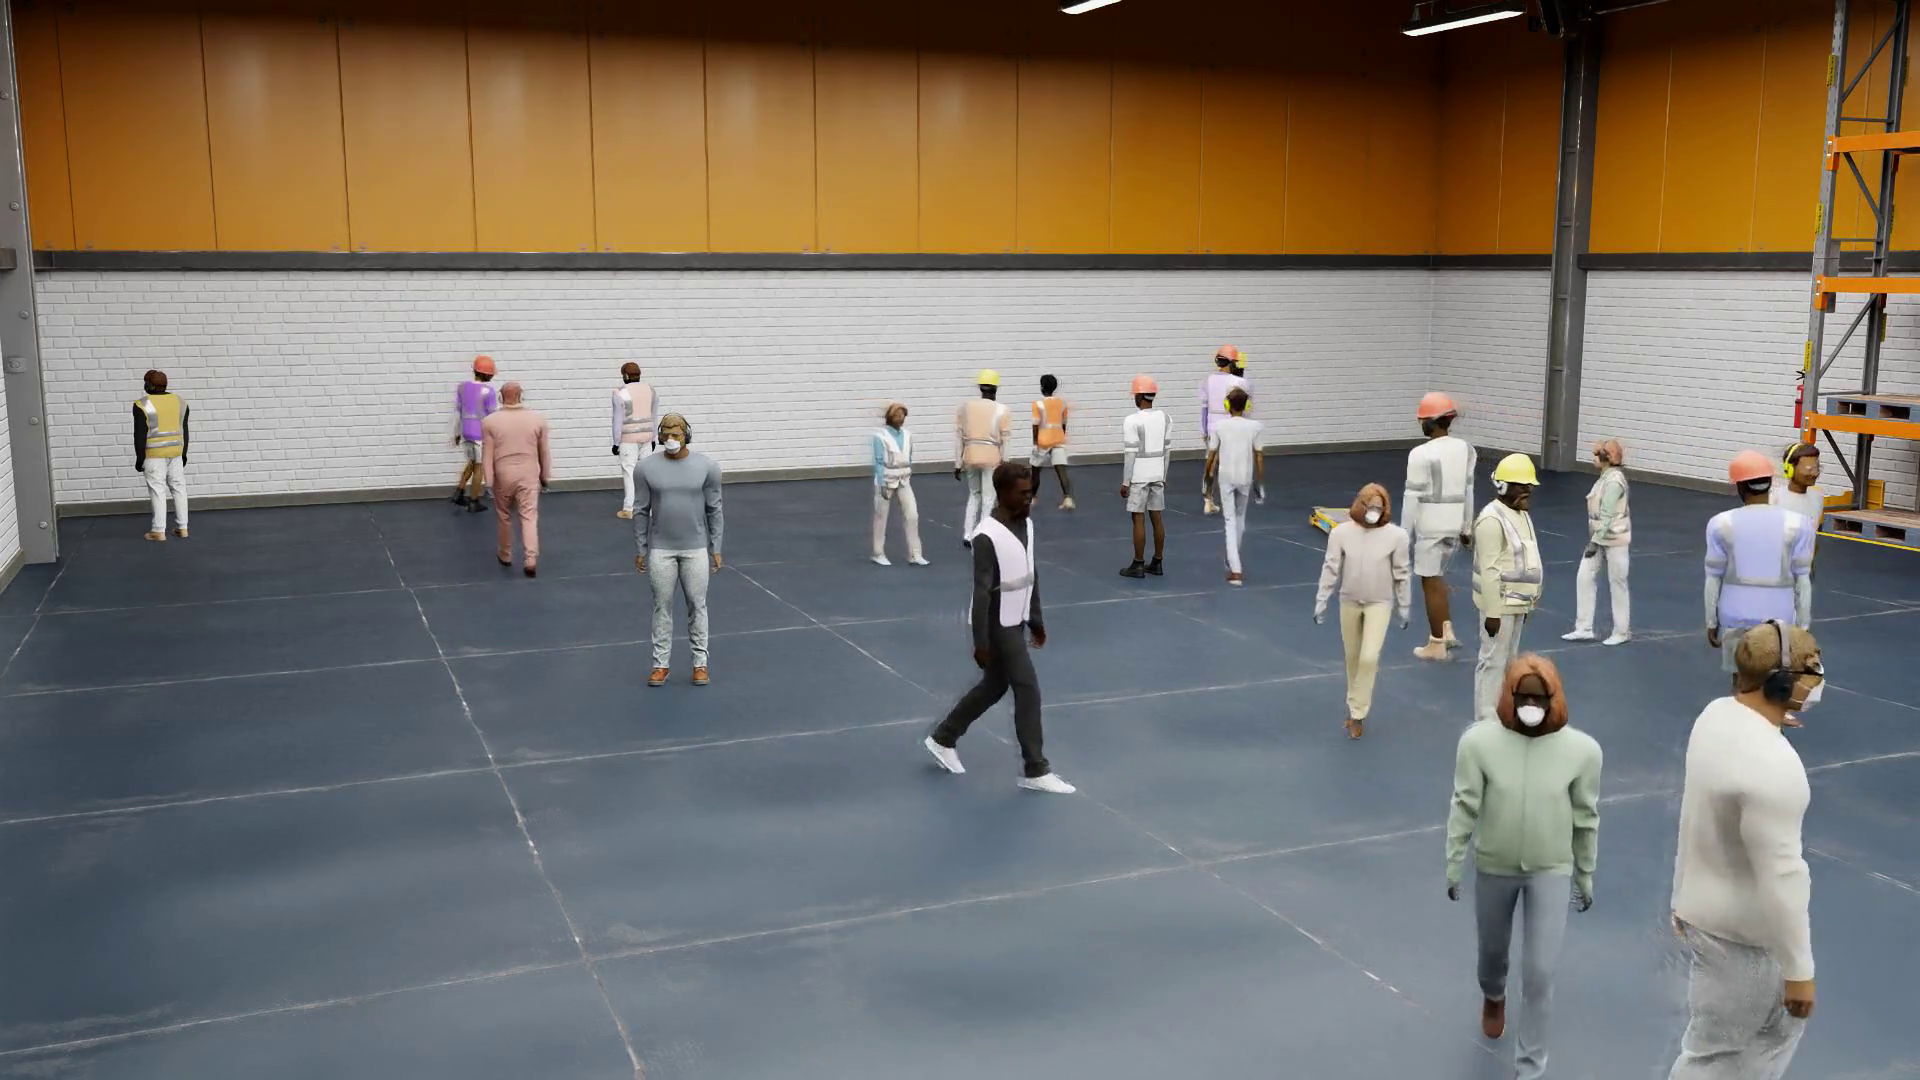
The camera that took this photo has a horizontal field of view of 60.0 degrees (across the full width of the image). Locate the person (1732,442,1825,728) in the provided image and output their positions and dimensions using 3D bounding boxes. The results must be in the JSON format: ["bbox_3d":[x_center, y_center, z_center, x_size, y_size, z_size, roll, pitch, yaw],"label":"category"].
[{"bbox_3d":[5.330,0.260,10.866,0.523,1.853,0.639,-3,10,-19],"label":"person"}]

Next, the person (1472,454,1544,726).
[{"bbox_3d":[3.344,0.381,10.166,0.403,1.828,0.602,6,11,33],"label":"person"}]

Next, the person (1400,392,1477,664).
[{"bbox_3d":[3.533,-0.091,12.428,0.631,2.025,0.497,-6,11,-31],"label":"person"}]

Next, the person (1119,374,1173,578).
[{"bbox_3d":[1.750,-0.604,15.806,0.545,1.941,0.351,-6,11,-34],"label":"person"}]

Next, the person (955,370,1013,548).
[{"bbox_3d":[0.253,-0.805,17.190,0.602,1.893,0.540,3,10,19],"label":"person"}]

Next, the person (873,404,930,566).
[{"bbox_3d":[-0.605,-0.518,16.285,0.529,1.613,0.739,-8,12,-40],"label":"person"}]

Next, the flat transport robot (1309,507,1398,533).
[{"bbox_3d":[4.316,-0.178,18.273,0.652,0.197,1.431,0,9,0],"label":"flat transport robot"}]

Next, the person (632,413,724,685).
[{"bbox_3d":[-1.987,0.068,11.738,0.638,1.938,0.357,-1,9,-4],"label":"person"}]

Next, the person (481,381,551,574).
[{"bbox_3d":[-4.291,-0.606,16.098,0.665,1.858,1.011,-4,10,-24],"label":"person"}]

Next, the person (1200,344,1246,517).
[{"bbox_3d":[3.142,-1.295,19.713,0.609,2.034,0.396,9,13,43],"label":"person"}]

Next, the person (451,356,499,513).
[{"bbox_3d":[-5.781,-1.258,19.945,0.650,1.888,0.389,5,11,28],"label":"person"}]

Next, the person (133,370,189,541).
[{"bbox_3d":[-8.649,-0.918,18.002,0.429,1.847,0.627,5,11,30],"label":"person"}]

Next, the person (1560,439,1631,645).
[{"bbox_3d":[4.998,0.026,12.984,0.585,1.612,0.492,-1,9,-4],"label":"person"}]

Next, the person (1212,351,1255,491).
[{"bbox_3d":[3.400,-1.445,21.046,0.616,1.897,0.786,-2,10,-14],"label":"person"}]

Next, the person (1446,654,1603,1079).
[{"bbox_3d":[2.036,1.177,6.040,0.511,1.605,0.792,3,10,18],"label":"person"}]

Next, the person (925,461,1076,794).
[{"bbox_3d":[0.213,0.472,9.488,0.940,1.885,0.605,4,10,23],"label":"person"}]

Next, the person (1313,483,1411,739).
[{"bbox_3d":[2.516,0.443,10.455,0.560,1.603,0.654,5,11,28],"label":"person"}]

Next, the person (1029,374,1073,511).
[{"bbox_3d":[1.099,-1.184,20.198,0.546,1.651,0.883,-5,11,-28],"label":"person"}]

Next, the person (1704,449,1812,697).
[{"bbox_3d":[4.556,0.446,9.521,0.589,1.918,0.530,4,10,25],"label":"person"}]

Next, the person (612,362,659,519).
[{"bbox_3d":[-3.835,-1.171,19.550,0.429,1.842,0.626,9,13,44],"label":"person"}]

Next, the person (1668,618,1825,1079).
[{"bbox_3d":[2.451,1.181,5.061,0.696,1.913,0.669,2,10,11],"label":"person"}]

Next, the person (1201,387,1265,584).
[{"bbox_3d":[2.586,-0.538,15.788,0.545,1.815,1.006,-1,9,-5],"label":"person"}]
